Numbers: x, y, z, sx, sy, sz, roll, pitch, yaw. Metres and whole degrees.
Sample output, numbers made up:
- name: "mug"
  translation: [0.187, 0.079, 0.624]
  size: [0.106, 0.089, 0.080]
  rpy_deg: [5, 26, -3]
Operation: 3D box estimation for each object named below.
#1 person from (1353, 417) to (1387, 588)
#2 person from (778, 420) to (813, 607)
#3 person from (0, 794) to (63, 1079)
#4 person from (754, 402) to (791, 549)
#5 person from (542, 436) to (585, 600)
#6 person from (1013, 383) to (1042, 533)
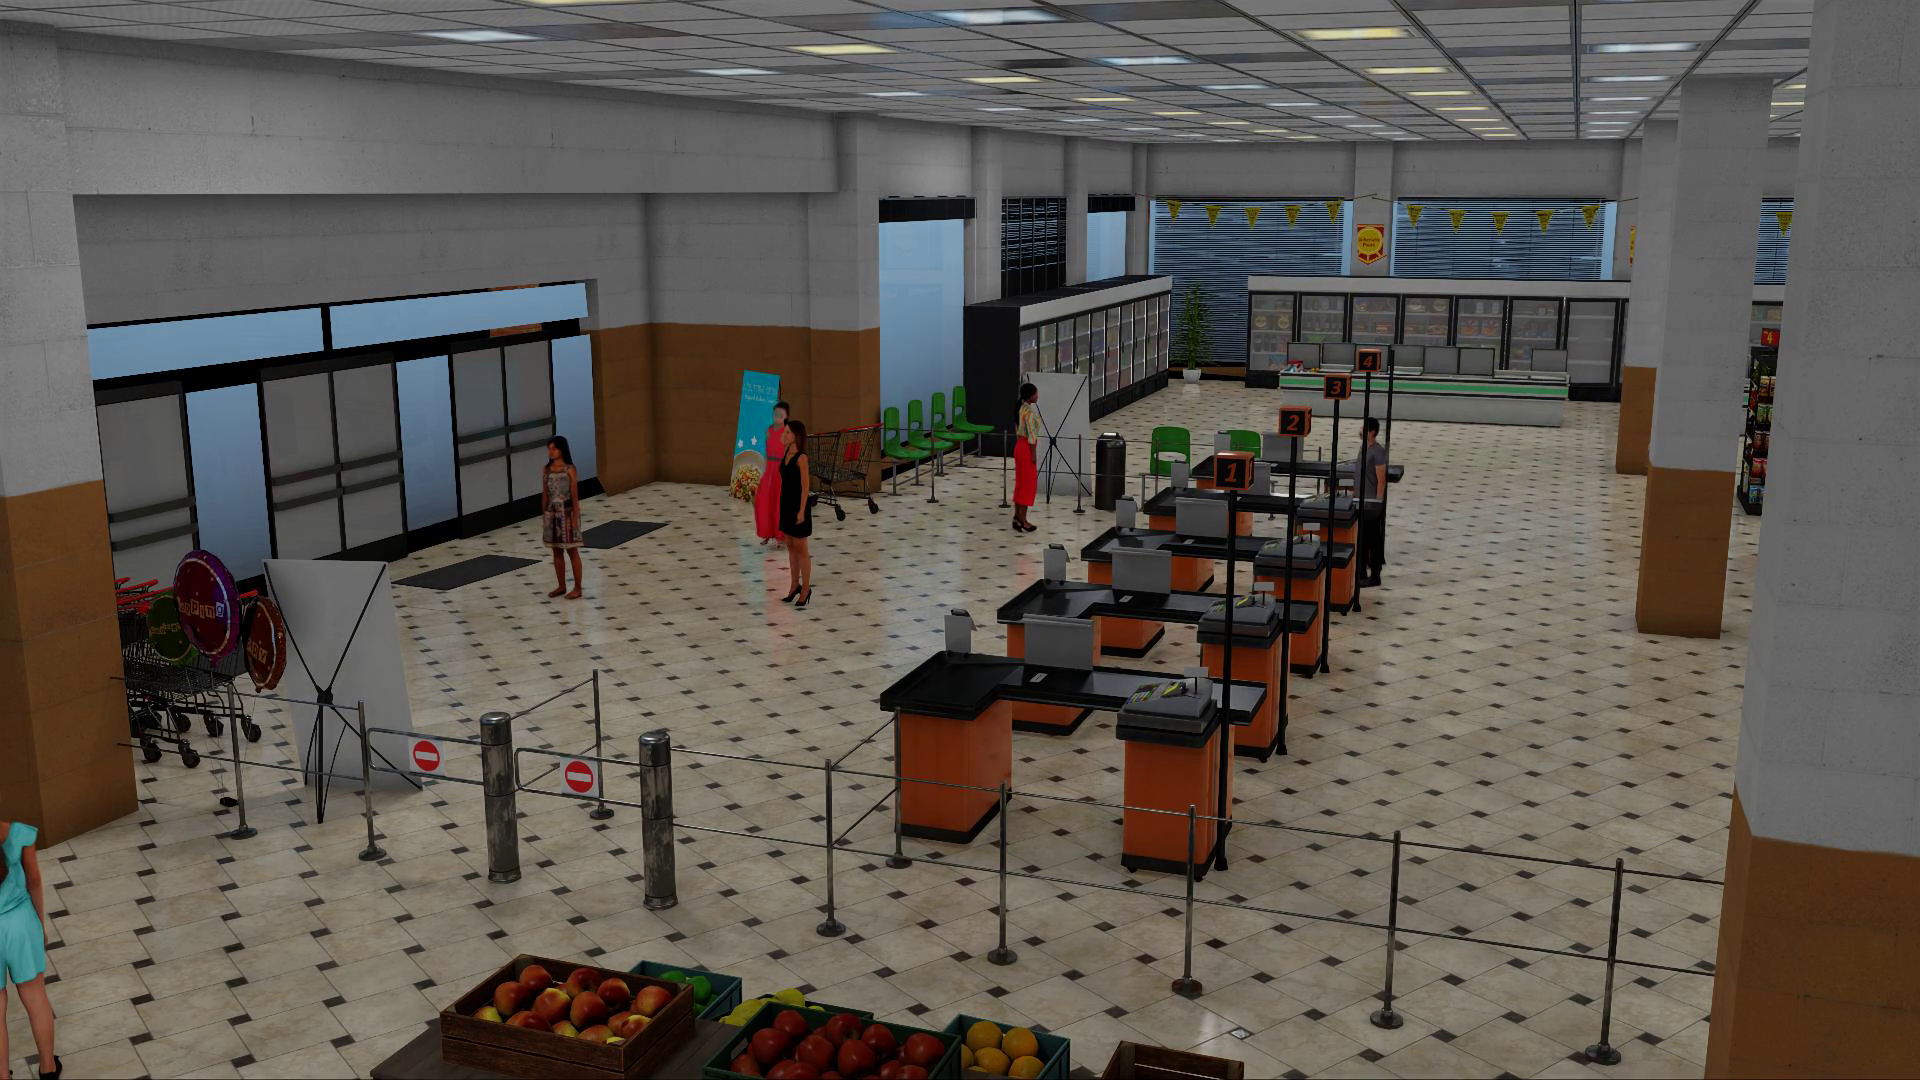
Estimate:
- name: "person"
  translation: [4.234, -0.407, 17.223]
  size: [0.720, 1.754, 0.701]
  rpy_deg: [-3, 12, -15]
- name: "person"
  translation: [-1.616, -0.265, 16.352]
  size: [0.727, 1.835, 0.631]
  rpy_deg: [-9, 15, -36]
- name: "person"
  translation: [-4.296, 1.751, 7.449]
  size: [0.640, 1.558, 0.678]
  rpy_deg: [-9, 15, -36]
- name: "person"
  translation: [-2.042, -0.708, 18.822]
  size: [0.882, 1.684, 0.710]
  rpy_deg: [-10, 16, -40]
- name: "person"
  translation: [-3.975, -0.234, 16.669]
  size: [0.468, 1.644, 0.716]
  rpy_deg: [5, 13, 22]
- name: "person"
  translation: [0.776, -0.992, 19.909]
  size: [0.720, 1.791, 0.669]
  rpy_deg: [-5, 13, -22]
